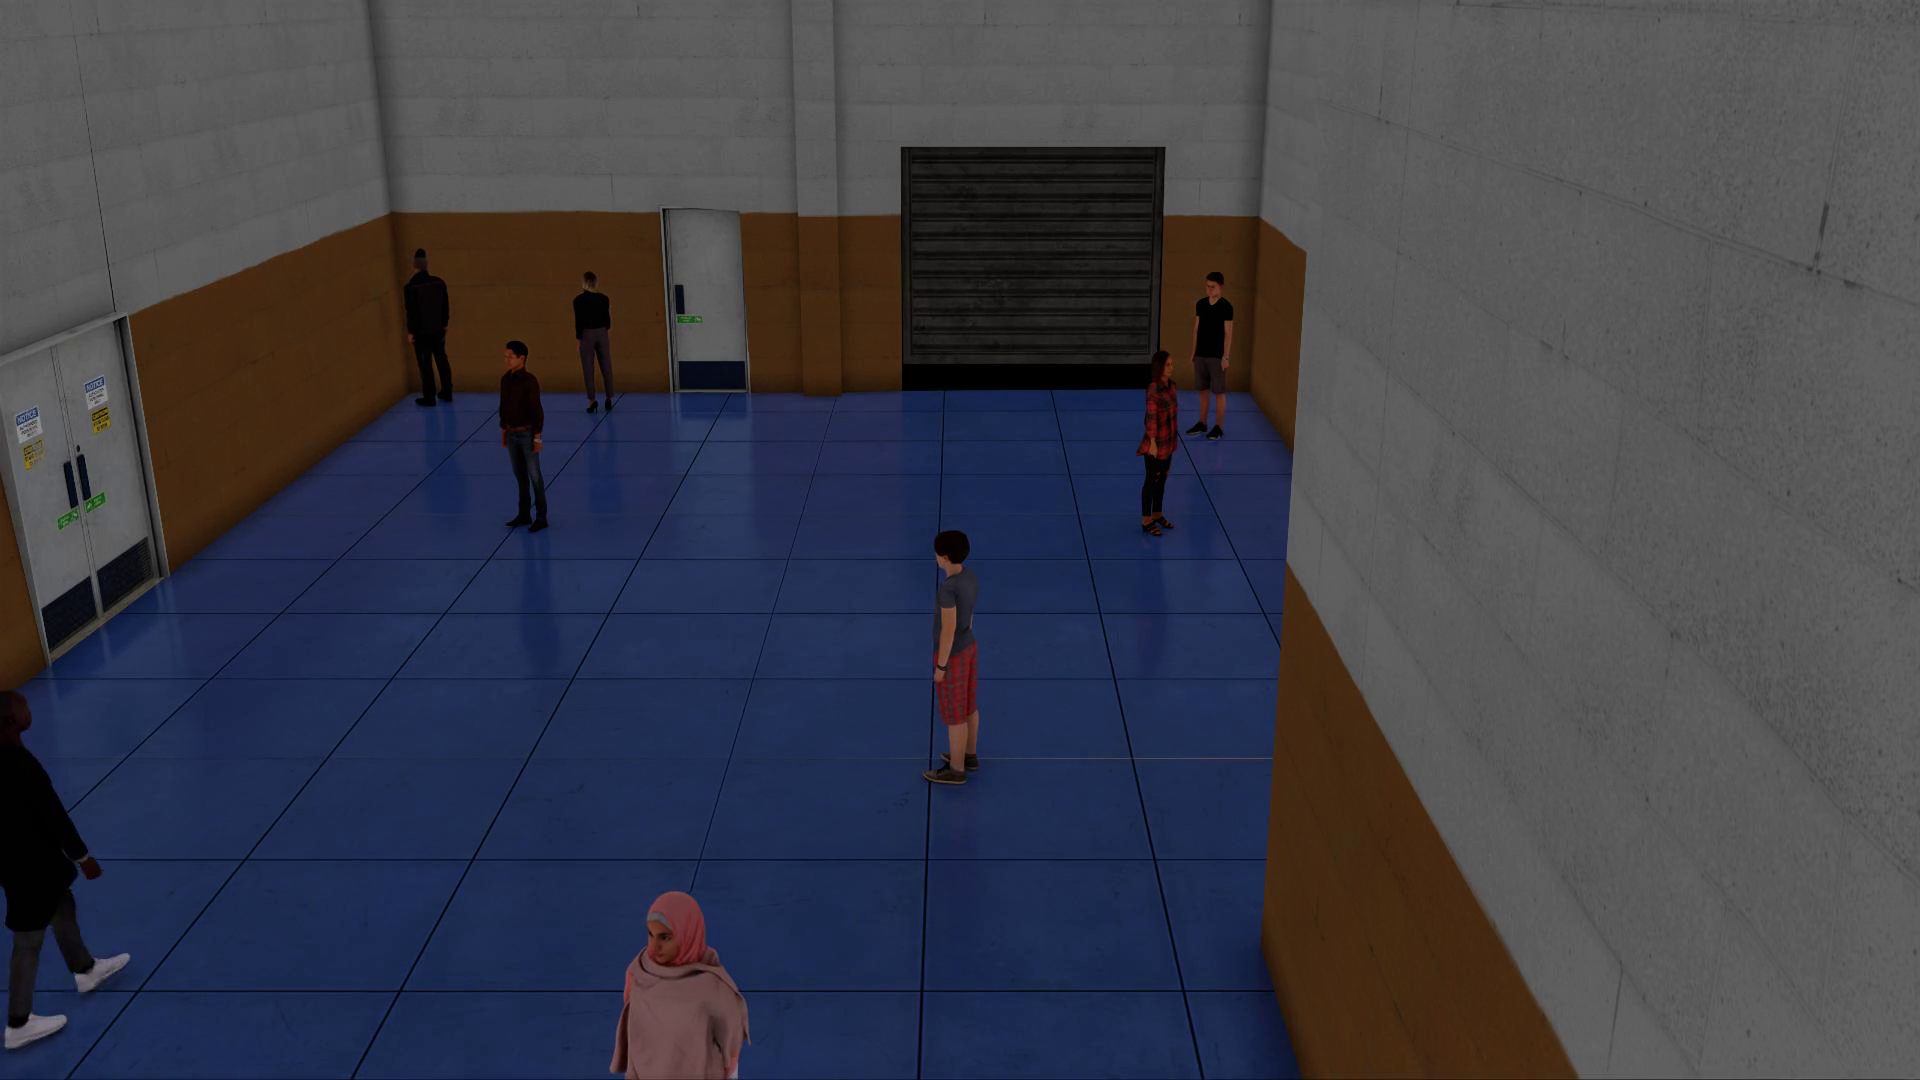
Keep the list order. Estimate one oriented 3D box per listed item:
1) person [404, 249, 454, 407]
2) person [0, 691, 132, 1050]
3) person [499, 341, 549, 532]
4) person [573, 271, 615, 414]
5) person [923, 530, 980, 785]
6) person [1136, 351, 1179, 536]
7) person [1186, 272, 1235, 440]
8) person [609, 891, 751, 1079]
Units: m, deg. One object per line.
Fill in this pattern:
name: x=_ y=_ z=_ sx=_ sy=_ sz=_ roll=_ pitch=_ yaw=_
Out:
person: x=-6.363 y=-2.557 z=19.905 sx=0.855 sy=1.871 sz=0.853 roll=13 pitch=22 yaw=33
person: x=-4.506 y=1.587 z=7.865 sx=1.018 sy=1.734 sz=1.035 roll=14 pitch=23 yaw=36
person: x=-4.034 y=-0.972 z=15.379 sx=0.657 sy=1.781 sz=0.784 roll=11 pitch=22 yaw=30
person: x=-4.304 y=-2.328 z=19.573 sx=0.640 sy=1.671 sz=0.741 roll=-11 pitch=22 yaw=-30
person: x=-0.024 y=0.731 z=10.516 sx=0.650 sy=1.650 sz=0.665 roll=8 pitch=20 yaw=23
person: x=1.835 y=-0.906 z=15.308 sx=0.727 sy=1.703 sz=0.705 roll=12 pitch=22 yaw=31
person: x=2.819 y=-2.070 z=18.513 sx=0.803 sy=1.861 sz=0.752 roll=-16 pitch=25 yaw=-40
person: x=-1.035 y=2.119 z=6.179 sx=0.650 sy=1.804 sz=0.770 roll=7 pitch=20 yaw=19
